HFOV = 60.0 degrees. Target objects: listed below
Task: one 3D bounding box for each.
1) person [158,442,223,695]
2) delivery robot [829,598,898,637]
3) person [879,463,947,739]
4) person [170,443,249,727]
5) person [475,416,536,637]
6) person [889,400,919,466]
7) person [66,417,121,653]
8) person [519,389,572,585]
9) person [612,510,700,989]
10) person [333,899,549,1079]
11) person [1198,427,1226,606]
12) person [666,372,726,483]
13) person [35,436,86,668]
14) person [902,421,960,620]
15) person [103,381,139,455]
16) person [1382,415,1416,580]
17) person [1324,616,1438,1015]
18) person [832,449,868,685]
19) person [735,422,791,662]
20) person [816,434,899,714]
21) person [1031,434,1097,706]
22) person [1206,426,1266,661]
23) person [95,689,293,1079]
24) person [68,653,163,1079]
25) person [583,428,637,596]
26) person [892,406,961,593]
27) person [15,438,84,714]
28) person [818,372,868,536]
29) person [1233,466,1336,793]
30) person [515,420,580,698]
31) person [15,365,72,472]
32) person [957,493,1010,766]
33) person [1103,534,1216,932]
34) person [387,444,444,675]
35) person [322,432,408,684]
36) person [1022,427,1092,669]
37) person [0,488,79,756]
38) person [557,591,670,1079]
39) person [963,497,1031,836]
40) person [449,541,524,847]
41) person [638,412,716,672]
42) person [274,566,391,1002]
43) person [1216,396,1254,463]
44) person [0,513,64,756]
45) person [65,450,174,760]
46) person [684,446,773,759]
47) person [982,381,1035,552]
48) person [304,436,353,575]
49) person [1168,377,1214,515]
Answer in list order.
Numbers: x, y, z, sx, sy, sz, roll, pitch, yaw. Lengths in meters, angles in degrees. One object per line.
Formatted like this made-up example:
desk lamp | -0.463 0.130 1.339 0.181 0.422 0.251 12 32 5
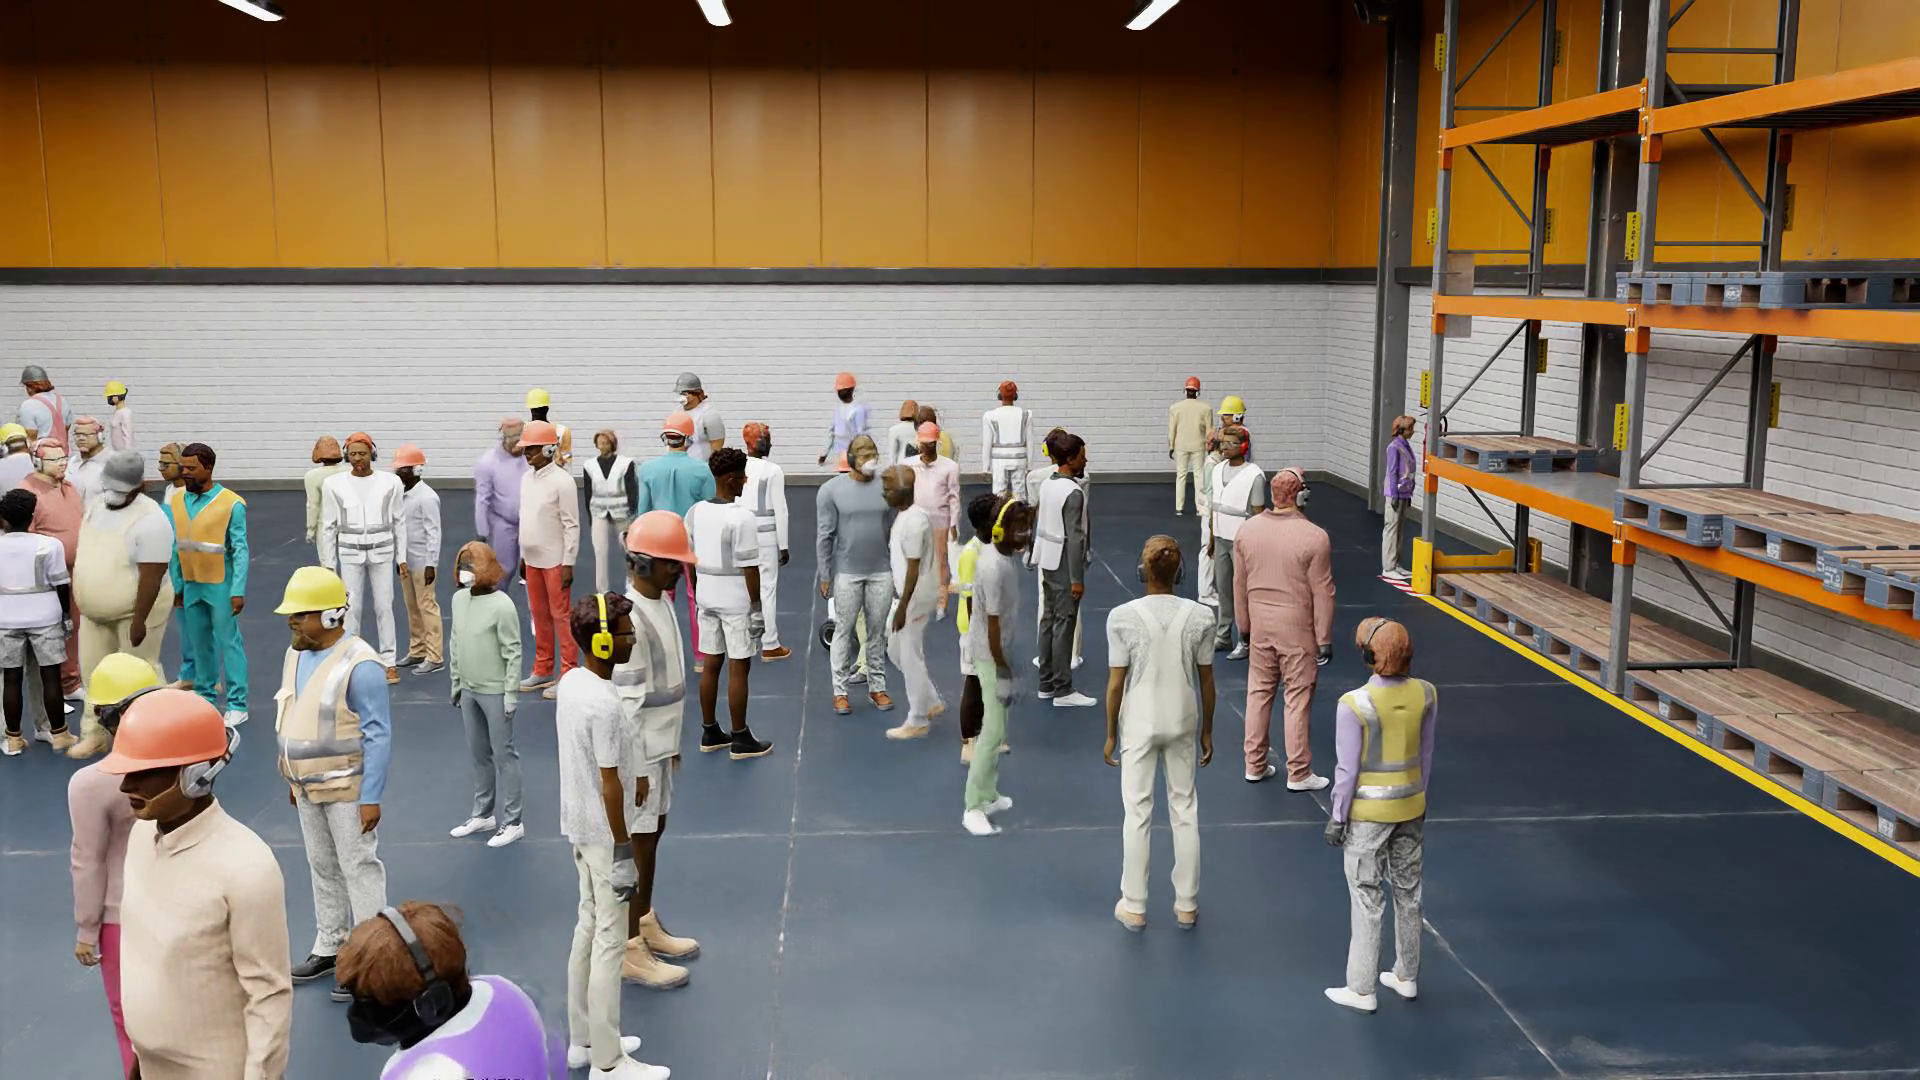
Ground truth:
person | -5.525 0.219 11.890 0.506 1.847 0.345 7 11 36
delivery robot | -0.702 0.585 13.344 0.707 0.478 0.477 6 11 33
person | -0.298 0.411 10.826 0.476 1.819 0.544 -1 9 -8
person | -5.022 0.313 11.149 0.590 1.897 0.392 3 10 18
person | -3.786 -0.148 14.170 0.689 1.864 0.880 -4 10 -26
person | -0.547 -0.769 18.783 0.501 1.627 0.288 -1 9 -9
person | -6.873 -0.027 13.238 0.644 1.911 0.400 4 10 25
person | -4.077 -0.514 16.237 0.584 1.929 0.371 0 9 3
person | -1.306 0.879 7.150 0.407 2.037 0.609 0 9 3
person | -1.105 1.588 3.421 0.595 1.807 0.658 0 9 1
person | 2.346 -0.220 15.296 0.311 1.638 0.521 3 9 17
person | -2.782 -0.718 17.167 0.684 2.000 0.535 7 11 35
person | -6.751 0.134 12.469 0.345 1.837 0.517 2 9 14
person | -0.279 -0.169 14.608 0.563 1.754 0.325 2 9 15
person | -10.080 -1.029 20.016 0.339 1.761 0.524 -7 12 -39
person | 4.387 -0.430 16.621 0.309 1.638 0.511 5 10 29
person | 1.730 1.126 6.837 0.514 1.642 0.310 -5 10 -28
person | -0.773 0.193 12.345 0.342 1.749 0.572 -1 9 -4
person | -1.598 0.014 13.061 0.584 1.881 0.337 5 10 26
person | -0.678 0.232 11.520 0.637 1.937 0.355 -3 10 -20
person | 0.717 0.208 11.736 0.398 1.920 0.590 -3 10 -18
person | 2.177 0.017 13.147 0.381 1.849 0.570 -6 11 -32
person | -1.962 1.355 4.295 0.608 1.995 0.377 6 11 33
person | -2.790 1.252 5.691 0.344 1.756 0.518 4 10 23
person | -3.246 -0.250 15.539 0.507 1.615 0.734 0 9 0
person | -0.311 -0.388 15.908 0.622 1.791 1.004 -8 12 -42
person | -6.268 0.241 11.565 0.408 1.906 0.653 1 9 5
person | -1.342 -1.009 19.440 0.844 1.900 0.555 -7 11 -36
person | 1.927 0.520 9.795 0.654 1.911 0.406 9 13 43
person | -2.980 0.133 11.966 0.622 1.994 0.381 8 12 40
person | -10.271 -0.940 18.561 0.538 2.000 0.684 1 9 9
person | 0.151 0.546 10.303 0.315 1.696 0.541 3 9 17
person | 0.919 0.890 7.679 0.515 1.843 0.327 -1 9 -5
person | -4.161 0.142 12.663 0.336 1.749 0.574 -8 12 -43
person | -4.377 0.142 12.259 0.584 1.882 0.338 -3 10 -19
person | 0.745 0.070 12.780 0.537 1.861 0.312 -1 9 -4
person | -5.872 0.517 10.485 0.541 1.696 0.315 -2 9 -12
person | -1.323 1.111 6.220 0.313 1.869 0.538 -5 10 -30
person | 0.218 0.666 9.131 0.360 1.839 0.651 1 9 5
person | -2.528 0.809 8.840 0.507 1.634 0.268 7 11 36
person | -2.129 0.018 12.685 0.622 1.992 0.394 1 9 4
person | -2.638 1.009 6.972 0.600 1.829 0.404 6 11 35
person | 2.739 -0.532 16.696 0.404 1.824 0.593 0 9 0
person | -5.970 0.532 10.571 0.306 1.639 0.524 5 10 30
person | -5.213 0.374 10.313 0.765 2.000 0.714 4 10 22
person | -1.453 0.389 10.445 0.613 1.964 0.361 7 12 39
person | 0.529 -0.794 18.161 0.589 1.881 0.349 -1 9 -7
person | -5.478 -0.096 14.536 0.266 1.631 0.507 7 11 37
person | 2.915 -1.185 20.995 0.575 1.749 0.334 2 9 10
